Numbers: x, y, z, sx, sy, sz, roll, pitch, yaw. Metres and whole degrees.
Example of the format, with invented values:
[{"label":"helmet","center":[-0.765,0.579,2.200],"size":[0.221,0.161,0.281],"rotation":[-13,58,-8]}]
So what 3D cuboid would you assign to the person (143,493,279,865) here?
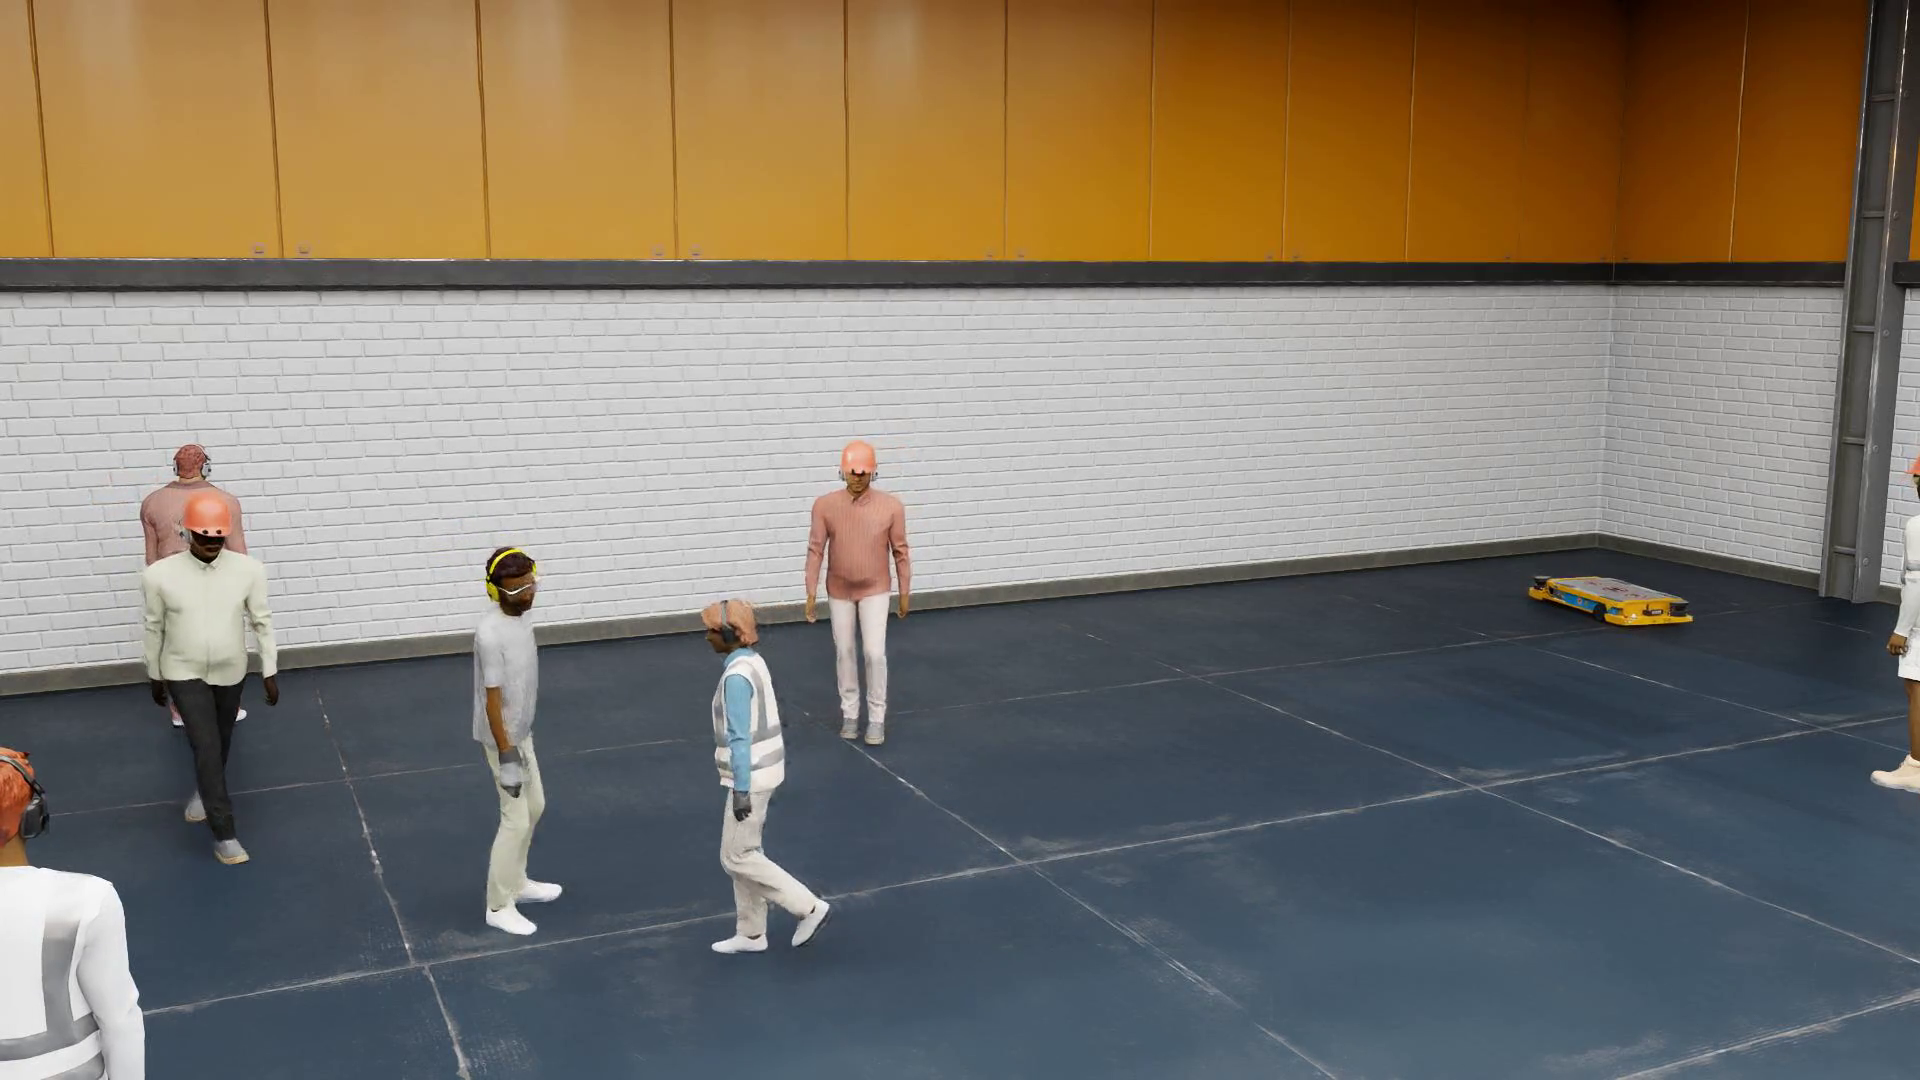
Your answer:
[{"label":"person","center":[-3.997,0.668,8.859],"size":[0.622,1.921,1.062],"rotation":[-7,11,-36]}]

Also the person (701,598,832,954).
[{"label":"person","center":[-0.863,1.057,7.306],"size":[0.535,1.618,0.543],"rotation":[0,9,0]}]

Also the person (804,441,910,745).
[{"label":"person","center":[-0.664,0.343,10.673],"size":[0.657,1.967,0.648],"rotation":[1,9,5]}]

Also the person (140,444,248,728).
[{"label":"person","center":[-5.076,0.307,11.116],"size":[0.644,1.902,0.401],"rotation":[-2,9,-9]}]

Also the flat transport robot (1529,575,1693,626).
[{"label":"flat transport robot","center":[5.769,0.521,14.805],"size":[0.652,0.197,1.431],"rotation":[-2,9,-15]}]

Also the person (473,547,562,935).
[{"label":"person","center":[-2.034,0.912,7.608],"size":[0.396,1.816,0.635],"rotation":[0,9,2]}]

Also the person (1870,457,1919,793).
[{"label":"person","center":[5.655,0.457,9.719],"size":[0.606,2.047,0.368],"rotation":[-5,11,-30]}]

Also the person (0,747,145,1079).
[{"label":"person","center":[-2.327,1.436,4.148],"size":[0.574,1.885,0.356],"rotation":[-2,9,-12]}]
